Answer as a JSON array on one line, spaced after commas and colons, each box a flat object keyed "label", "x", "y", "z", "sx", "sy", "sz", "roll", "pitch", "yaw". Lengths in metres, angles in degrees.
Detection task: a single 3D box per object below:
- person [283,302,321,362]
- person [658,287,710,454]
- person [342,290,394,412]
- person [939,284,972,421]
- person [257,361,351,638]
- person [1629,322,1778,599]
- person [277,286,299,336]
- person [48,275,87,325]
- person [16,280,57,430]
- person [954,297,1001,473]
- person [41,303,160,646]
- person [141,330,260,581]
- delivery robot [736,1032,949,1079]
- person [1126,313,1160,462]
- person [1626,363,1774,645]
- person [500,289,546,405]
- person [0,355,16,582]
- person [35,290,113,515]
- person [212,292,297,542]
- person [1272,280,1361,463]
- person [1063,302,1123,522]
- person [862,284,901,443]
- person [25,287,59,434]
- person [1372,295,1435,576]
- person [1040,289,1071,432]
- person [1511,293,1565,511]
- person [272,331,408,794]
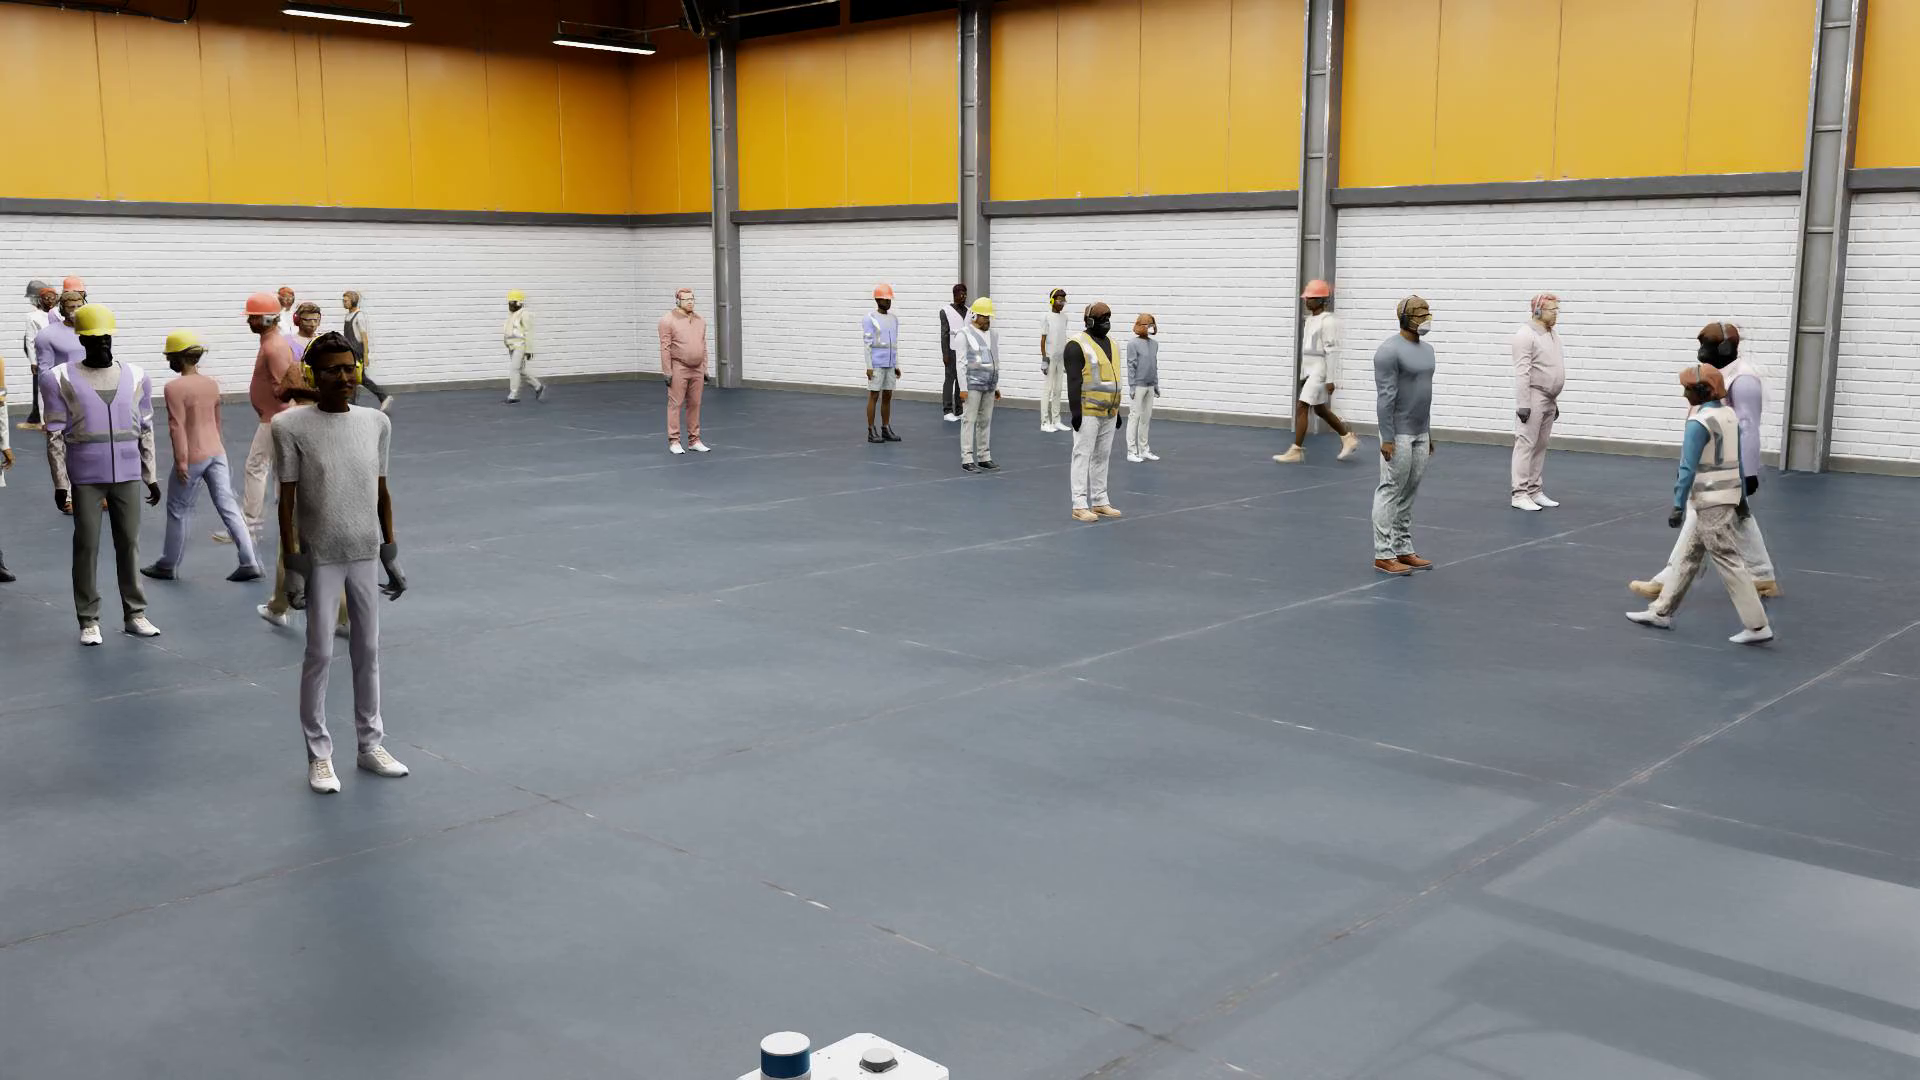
[{"label": "person", "x": -5.628, "y": -1.138, "z": 14.407, "sx": 0.390, "sy": 1.839, "sz": 0.564, "roll": 9, "pitch": 13, "yaw": 43}, {"label": "person", "x": -3.148, "y": -1.950, "z": 19.180, "sx": 0.409, "sy": 1.909, "sz": 0.640, "roll": 9, "pitch": 13, "yaw": 43}, {"label": "person", "x": -8.661, "y": -2.702, "z": 24.076, "sx": 0.859, "sy": 1.824, "sz": 0.520, "roll": -8, "pitch": 12, "yaw": -39}, {"label": "person", "x": -0.043, "y": -2.627, "z": 23.309, "sx": 0.393, "sy": 1.915, "sz": 0.591, "roll": 9, "pitch": 13, "yaw": 43}, {"label": "person", "x": -3.795, "y": -0.237, "z": 9.657, "sx": 0.893, "sy": 1.581, "sz": 0.502, "roll": 7, "pitch": 12, "yaw": 37}, {"label": "person", "x": 4.845, "y": -0.490, "z": 10.634, "sx": 0.947, "sy": 1.791, "sz": 0.647, "roll": 1, "pitch": 9, "yaw": 6}, {"label": "person", "x": -8.946, "y": -2.424, "z": 22.150, "sx": 0.356, "sy": 1.887, "sz": 0.573, "roll": 9, "pitch": 13, "yaw": 43}, {"label": "person", "x": -10.415, "y": -2.102, "z": 19.692, "sx": 0.374, "sy": 2.044, "sz": 0.606, "roll": 9, "pitch": 13, "yaw": 43}, {"label": "person", "x": -12.028, "y": -2.488, "z": 22.064, "sx": 0.930, "sy": 2.000, "sz": 0.673, "roll": -3, "pitch": 10, "yaw": -20}, {"label": "person", "x": 0.211, "y": -1.615, "z": 17.375, "sx": 0.403, "sy": 1.825, "sz": 0.586, "roll": 9, "pitch": 13, "yaw": 43}, {"label": "person", "x": -4.860, "y": -0.376, "z": 9.469, "sx": 0.366, "sy": 1.927, "sz": 0.585, "roll": 9, "pitch": 13, "yaw": 43}, {"label": "person", "x": -5.158, "y": -0.561, "z": 11.254, "sx": 0.897, "sy": 1.709, "sz": 0.544, "roll": 3, "pitch": 10, "yaw": 16}, {"label": "delivery robot", "x": -0.354, "y": 1.251, "z": 3.396, "sx": 0.477, "sy": 0.478, "sz": 0.707, "roll": 9, "pitch": 13, "yaw": 43}, {"label": "person", "x": 2.028, "y": -1.681, "z": 18.366, "sx": 0.284, "sy": 1.633, "sz": 0.497, "roll": 9, "pitch": 13, "yaw": 43}, {"label": "person", "x": 4.290, "y": -0.212, "z": 9.488, "sx": 0.862, "sy": 1.589, "sz": 0.553, "roll": 9, "pitch": 13, "yaw": 43}, {"label": "person", "x": -6.893, "y": -3.039, "z": 26.164, "sx": 0.777, "sy": 1.809, "sz": 0.599, "roll": -8, "pitch": 12, "yaw": -39}, {"label": "person", "x": -6.645, "y": -0.652, "z": 11.148, "sx": 0.366, "sy": 1.931, "sz": 0.542, "roll": 9, "pitch": 13, "yaw": 43}, {"label": "person", "x": -7.641, "y": -1.194, "z": 14.448, "sx": 0.372, "sy": 1.940, "sz": 0.629, "roll": 9, "pitch": 13, "yaw": 43}, {"label": "person", "x": -5.330, "y": -0.968, "z": 13.046, "sx": 1.008, "sy": 1.950, "sz": 0.635, "roll": -4, "pitch": 10, "yaw": -21}, {"label": "person", "x": 3.948, "y": -1.835, "z": 18.162, "sx": 1.001, "sy": 2.009, "sz": 0.613, "roll": -1, "pitch": 9, "yaw": -8}, {"label": "person", "x": 1.158, "y": -1.086, "z": 14.081, "sx": 0.428, "sy": 1.844, "sz": 0.624, "roll": 9, "pitch": 13, "yaw": 43}, {"label": "person", "x": -0.936, "y": -2.155, "z": 20.344, "sx": 0.357, "sy": 1.938, "sz": 0.542, "roll": 9, "pitch": 13, "yaw": 43}, {"label": "person", "x": -11.716, "y": -2.313, "z": 21.483, "sx": 0.356, "sy": 1.883, "sz": 0.573, "roll": 9, "pitch": 13, "yaw": 43}, {"label": "person", "x": 3.116, "y": -0.731, "z": 11.607, "sx": 0.373, "sy": 1.940, "sz": 0.629, "roll": 9, "pitch": 13, "yaw": 43}, {"label": "person", "x": 1.252, "y": -2.340, "z": 21.716, "sx": 0.329, "sy": 1.861, "sz": 0.508, "roll": 9, "pitch": 13, "yaw": 43}, {"label": "person", "x": 5.125, "y": -1.220, "z": 14.704, "sx": 0.409, "sy": 1.909, "sz": 0.640, "roll": 9, "pitch": 13, "yaw": 43}, {"label": "person", "x": -2.528, "y": 0.085, "z": 6.818, "sx": 0.329, "sy": 1.872, "sz": 0.508, "roll": 9, "pitch": 13, "yaw": 43}]
